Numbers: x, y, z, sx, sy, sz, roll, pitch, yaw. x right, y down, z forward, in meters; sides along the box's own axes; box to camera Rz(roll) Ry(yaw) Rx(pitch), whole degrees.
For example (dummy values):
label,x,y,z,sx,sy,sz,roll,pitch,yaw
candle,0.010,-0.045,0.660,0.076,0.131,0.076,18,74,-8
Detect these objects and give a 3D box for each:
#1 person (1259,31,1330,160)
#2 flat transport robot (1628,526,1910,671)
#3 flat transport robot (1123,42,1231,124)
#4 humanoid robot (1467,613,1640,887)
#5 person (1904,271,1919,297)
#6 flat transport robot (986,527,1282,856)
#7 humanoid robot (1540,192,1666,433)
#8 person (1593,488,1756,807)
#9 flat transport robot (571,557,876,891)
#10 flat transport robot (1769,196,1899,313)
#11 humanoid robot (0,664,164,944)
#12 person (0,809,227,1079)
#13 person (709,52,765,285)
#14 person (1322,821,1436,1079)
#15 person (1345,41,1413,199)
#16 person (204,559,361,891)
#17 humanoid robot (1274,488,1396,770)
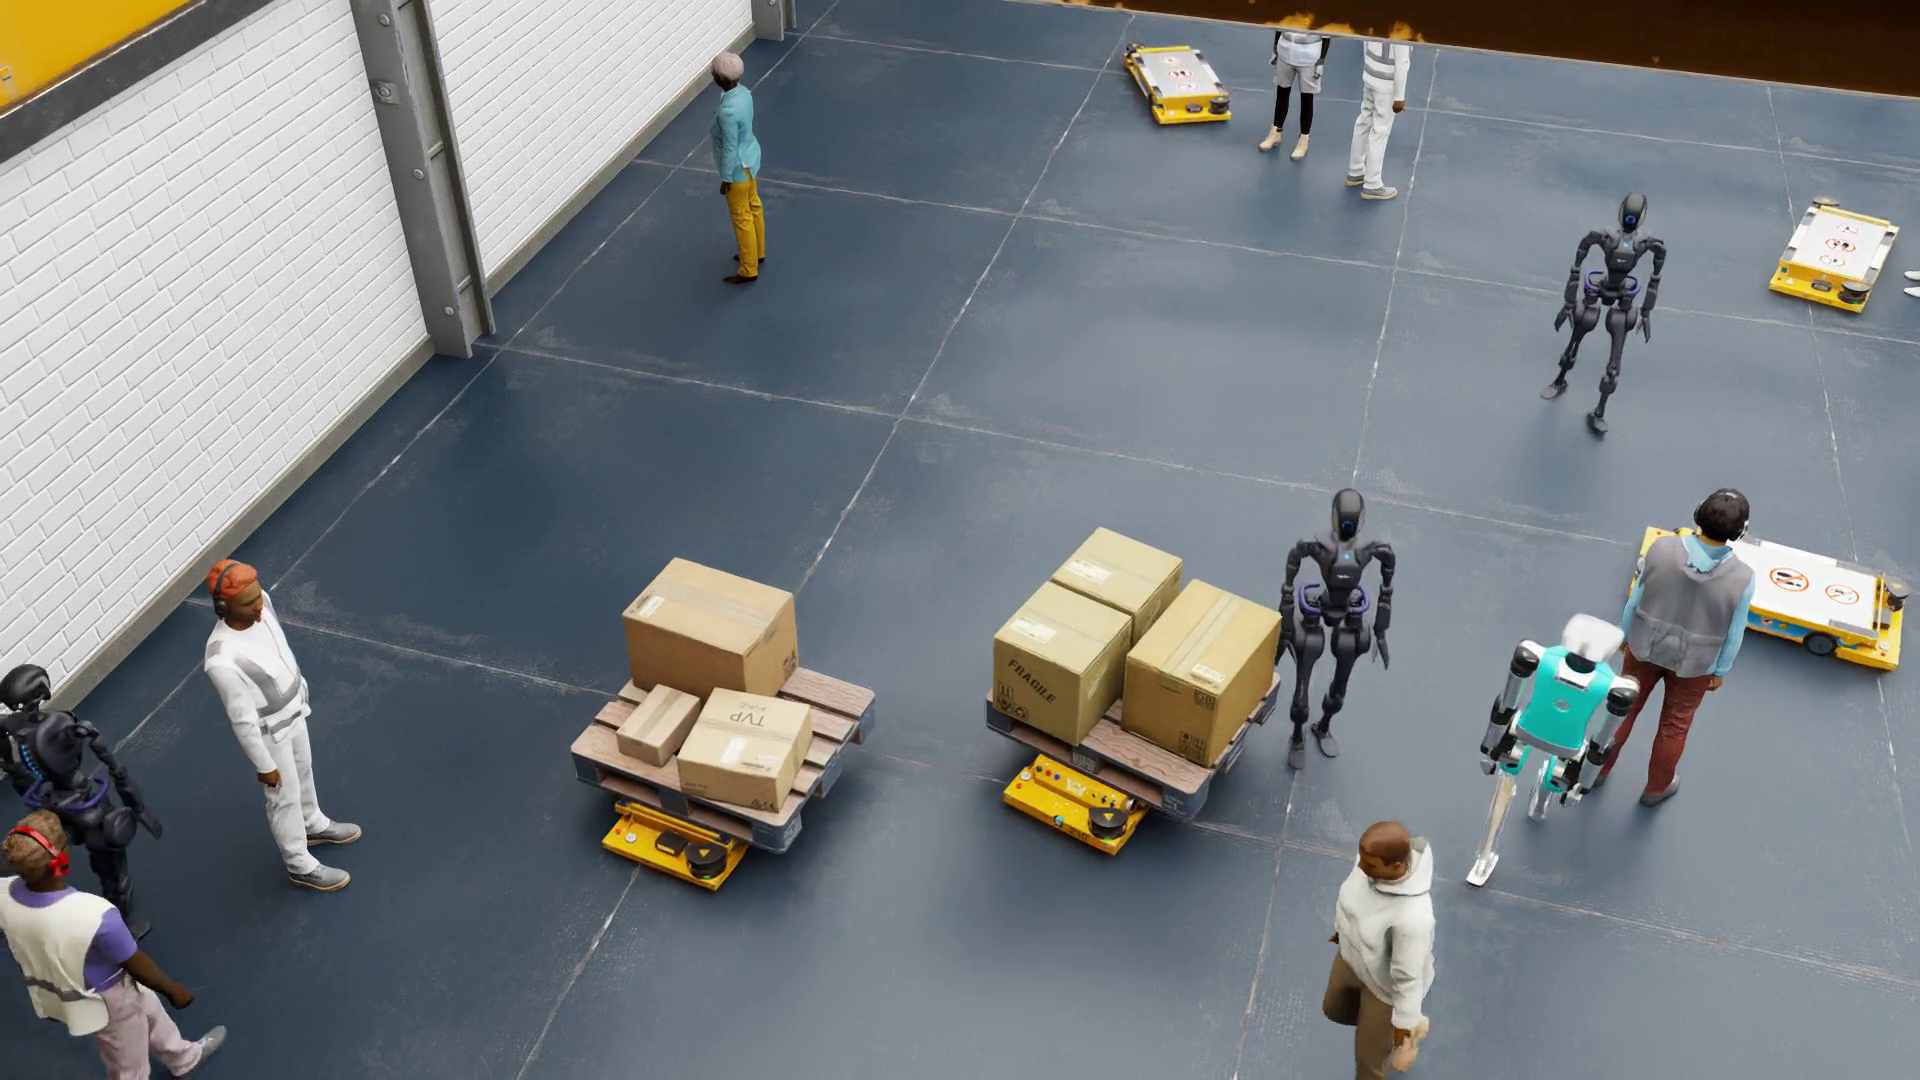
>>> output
label,x,y,z,sx,sy,sz,roll,pitch,yaw
person,2.826,-4.019,13.863,0.531,1.696,0.319,26,46,29
flat transport robot,4.682,0.294,9.639,1.431,0.231,0.659,17,42,20
flat transport robot,1.978,-4.197,15.225,0.659,0.231,1.431,-5,39,-7
humanoid robot,2.773,0.894,7.751,0.571,1.818,0.907,19,43,22
person,7.274,-2.531,12.066,0.316,1.629,0.506,20,43,23
flat transport robot,0.885,1.015,8.741,0.659,0.231,1.431,23,44,26
humanoid robot,4.197,-1.512,10.775,0.600,1.634,0.660,9,40,11
person,3.446,0.545,8.042,0.538,1.879,0.409,24,45,27
flat transport robot,-1.171,1.150,8.574,0.659,0.231,1.431,16,42,19
flat transport robot,6.717,-2.197,12.737,0.659,0.231,1.431,23,44,25
humanoid robot,-3.910,1.187,7.408,0.602,1.644,0.466,4,39,5
person,-3.412,1.809,6.527,0.570,1.808,0.895,16,41,19
person,-1.644,-2.730,12.214,0.341,1.755,0.524,5,39,7
person,1.742,1.723,6.681,0.564,1.742,0.581,-14,41,-17
person,3.386,-3.643,13.247,0.353,1.884,0.579,-11,40,-13
person,-3.151,0.846,7.665,0.337,1.879,0.583,-2,39,-3
humanoid robot,1.870,0.455,8.314,0.589,1.653,0.370,2,39,3
